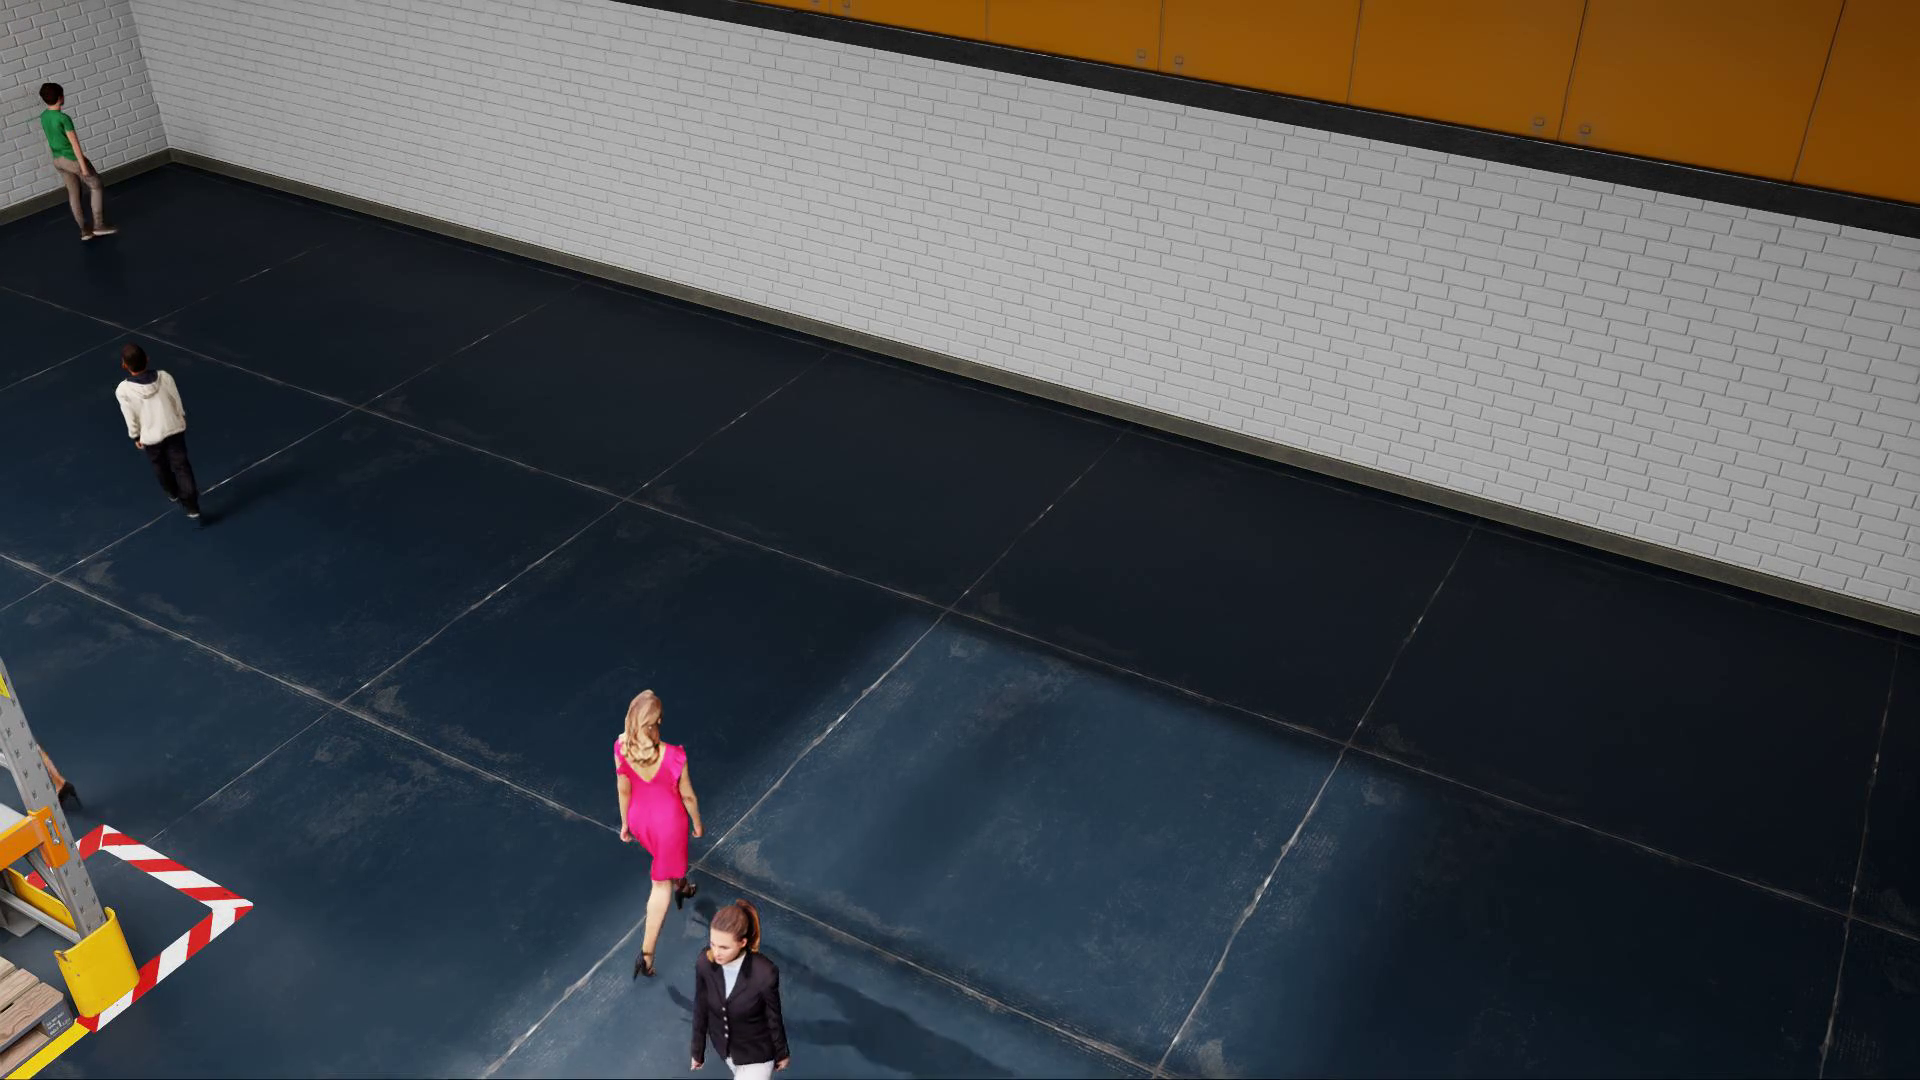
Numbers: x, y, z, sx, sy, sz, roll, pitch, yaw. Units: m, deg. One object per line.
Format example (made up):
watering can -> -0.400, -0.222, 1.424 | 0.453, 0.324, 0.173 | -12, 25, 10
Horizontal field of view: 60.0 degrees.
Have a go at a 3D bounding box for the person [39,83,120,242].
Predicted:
person -> -9.221, -3.868, 17.143 | 0.644, 1.648, 0.622 | 15, 36, 21

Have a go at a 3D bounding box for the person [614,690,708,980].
person -> -1.649, 1.595, 8.892 | 0.705, 1.684, 1.086 | 11, 35, 16

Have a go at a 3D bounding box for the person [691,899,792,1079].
person -> -0.959, 2.317, 7.788 | 0.656, 1.704, 0.947 | 14, 36, 19

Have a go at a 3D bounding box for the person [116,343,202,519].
person -> -6.101, -0.813, 12.734 | 0.978, 1.441, 0.963 | -15, 36, -21
